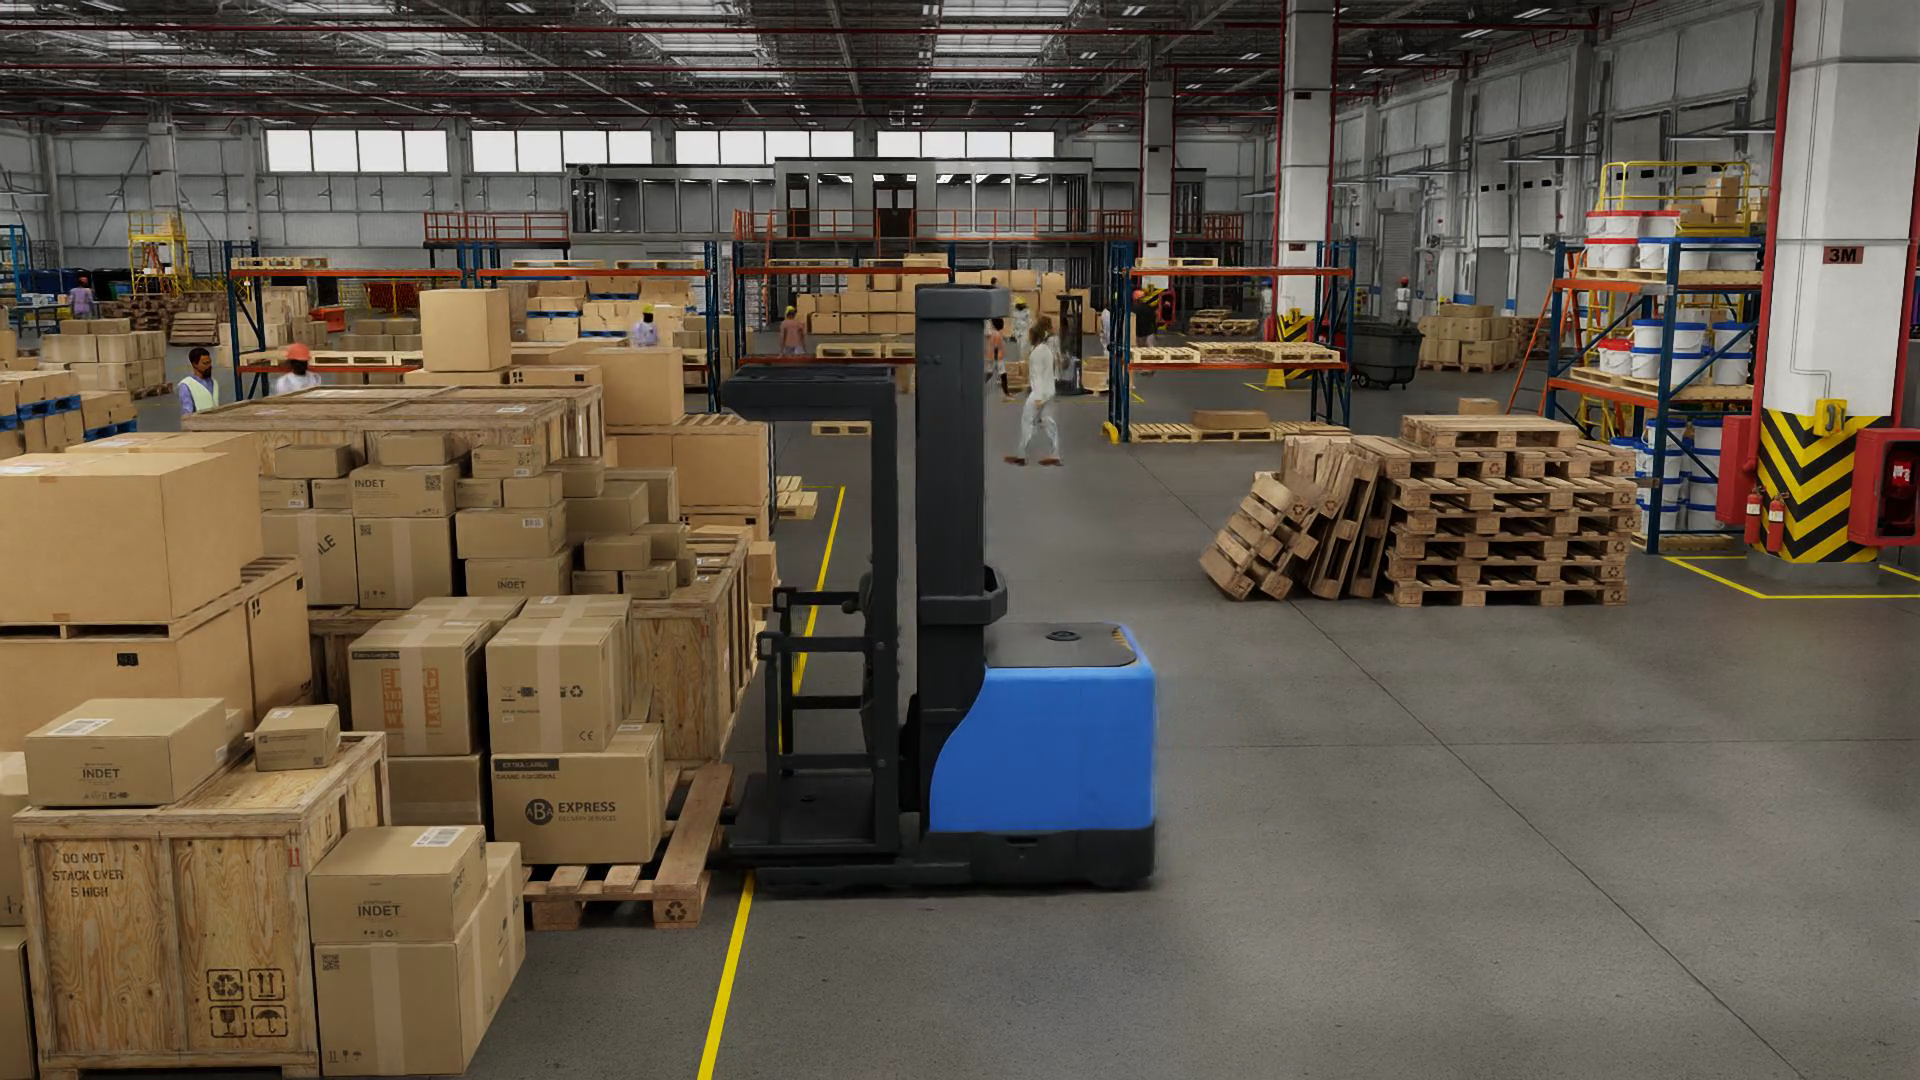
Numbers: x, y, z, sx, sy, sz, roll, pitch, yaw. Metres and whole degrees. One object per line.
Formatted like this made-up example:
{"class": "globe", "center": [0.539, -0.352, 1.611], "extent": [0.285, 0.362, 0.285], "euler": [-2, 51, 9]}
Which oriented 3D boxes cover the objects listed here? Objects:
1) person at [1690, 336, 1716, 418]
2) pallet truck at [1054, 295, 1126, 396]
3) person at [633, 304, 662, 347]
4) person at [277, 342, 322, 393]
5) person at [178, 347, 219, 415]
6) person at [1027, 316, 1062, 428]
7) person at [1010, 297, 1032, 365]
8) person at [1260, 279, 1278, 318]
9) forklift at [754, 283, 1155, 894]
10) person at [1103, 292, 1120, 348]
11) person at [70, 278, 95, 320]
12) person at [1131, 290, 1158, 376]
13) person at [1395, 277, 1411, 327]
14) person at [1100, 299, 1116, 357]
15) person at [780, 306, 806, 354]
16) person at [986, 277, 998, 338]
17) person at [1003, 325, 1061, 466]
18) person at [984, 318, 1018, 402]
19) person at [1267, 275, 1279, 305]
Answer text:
{"class": "person", "center": [11.763, -2.598, 26.141], "extent": [0.675, 1.910, 0.553], "euler": [7, 12, 35]}
{"class": "pallet truck", "center": [2.483, -3.881, 33.060], "extent": [1.885, 1.965, 0.823], "euler": [-7, 13, -36]}
{"class": "person", "center": [-5.719, -3.416, 30.784], "extent": [0.969, 1.874, 0.604], "euler": [5, 11, 25]}
{"class": "person", "center": [-7.424, -1.281, 18.775], "extent": [0.650, 1.923, 0.563], "euler": [6, 12, 30]}
{"class": "person", "center": [-8.073, -1.093, 17.748], "extent": [0.383, 1.918, 0.597], "euler": [1, 10, 6]}
{"class": "person", "center": [1.404, -2.766, 27.317], "extent": [0.548, 1.822, 0.661], "euler": [3, 11, 16]}
{"class": "person", "center": [1.407, -4.920, 39.611], "extent": [0.513, 1.711, 0.803], "euler": [7, 12, 33]}
{"class": "person", "center": [9.437, -6.914, 50.178], "extent": [0.617, 1.917, 0.814], "euler": [10, 14, 43]}
{"class": "forklift", "center": [-0.034, 0.174, 8.010], "extent": [1.873, 2.768, 1.129], "euler": [0, 10, -2]}
{"class": "person", "center": [3.426, -4.538, 36.956], "extent": [0.581, 1.919, 0.391], "euler": [-3, 11, -16]}
{"class": "person", "center": [-26.184, -6.836, 49.631], "extent": [0.640, 1.970, 1.026], "euler": [-1, 10, -7]}
{"class": "person", "center": [4.149, -4.650, 37.499], "extent": [0.662, 1.943, 0.776], "euler": [-4, 11, -21]}
{"class": "person", "center": [13.841, -7.227, 51.872], "extent": [0.373, 1.934, 0.551], "euler": [-8, 13, -37]}
{"class": "person", "center": [3.154, -4.132, 34.899], "extent": [0.429, 1.839, 0.630], "euler": [1, 10, 8]}
{"class": "person", "center": [-3.465, -3.994, 34.476], "extent": [0.533, 1.720, 0.877], "euler": [-1, 10, -6]}
{"class": "person", "center": [1.025, -7.312, 52.383], "extent": [0.379, 1.931, 0.625], "euler": [4, 11, 20]}
{"class": "person", "center": [0.983, -1.946, 22.526], "extent": [0.898, 1.903, 0.655], "euler": [4, 11, 21]}
{"class": "person", "center": [0.630, -3.436, 31.538], "extent": [0.877, 1.657, 0.540], "euler": [-2, 10, -11]}
{"class": "person", "center": [14.151, -11.354, 74.811], "extent": [0.649, 1.945, 1.014], "euler": [2, 10, 11]}
